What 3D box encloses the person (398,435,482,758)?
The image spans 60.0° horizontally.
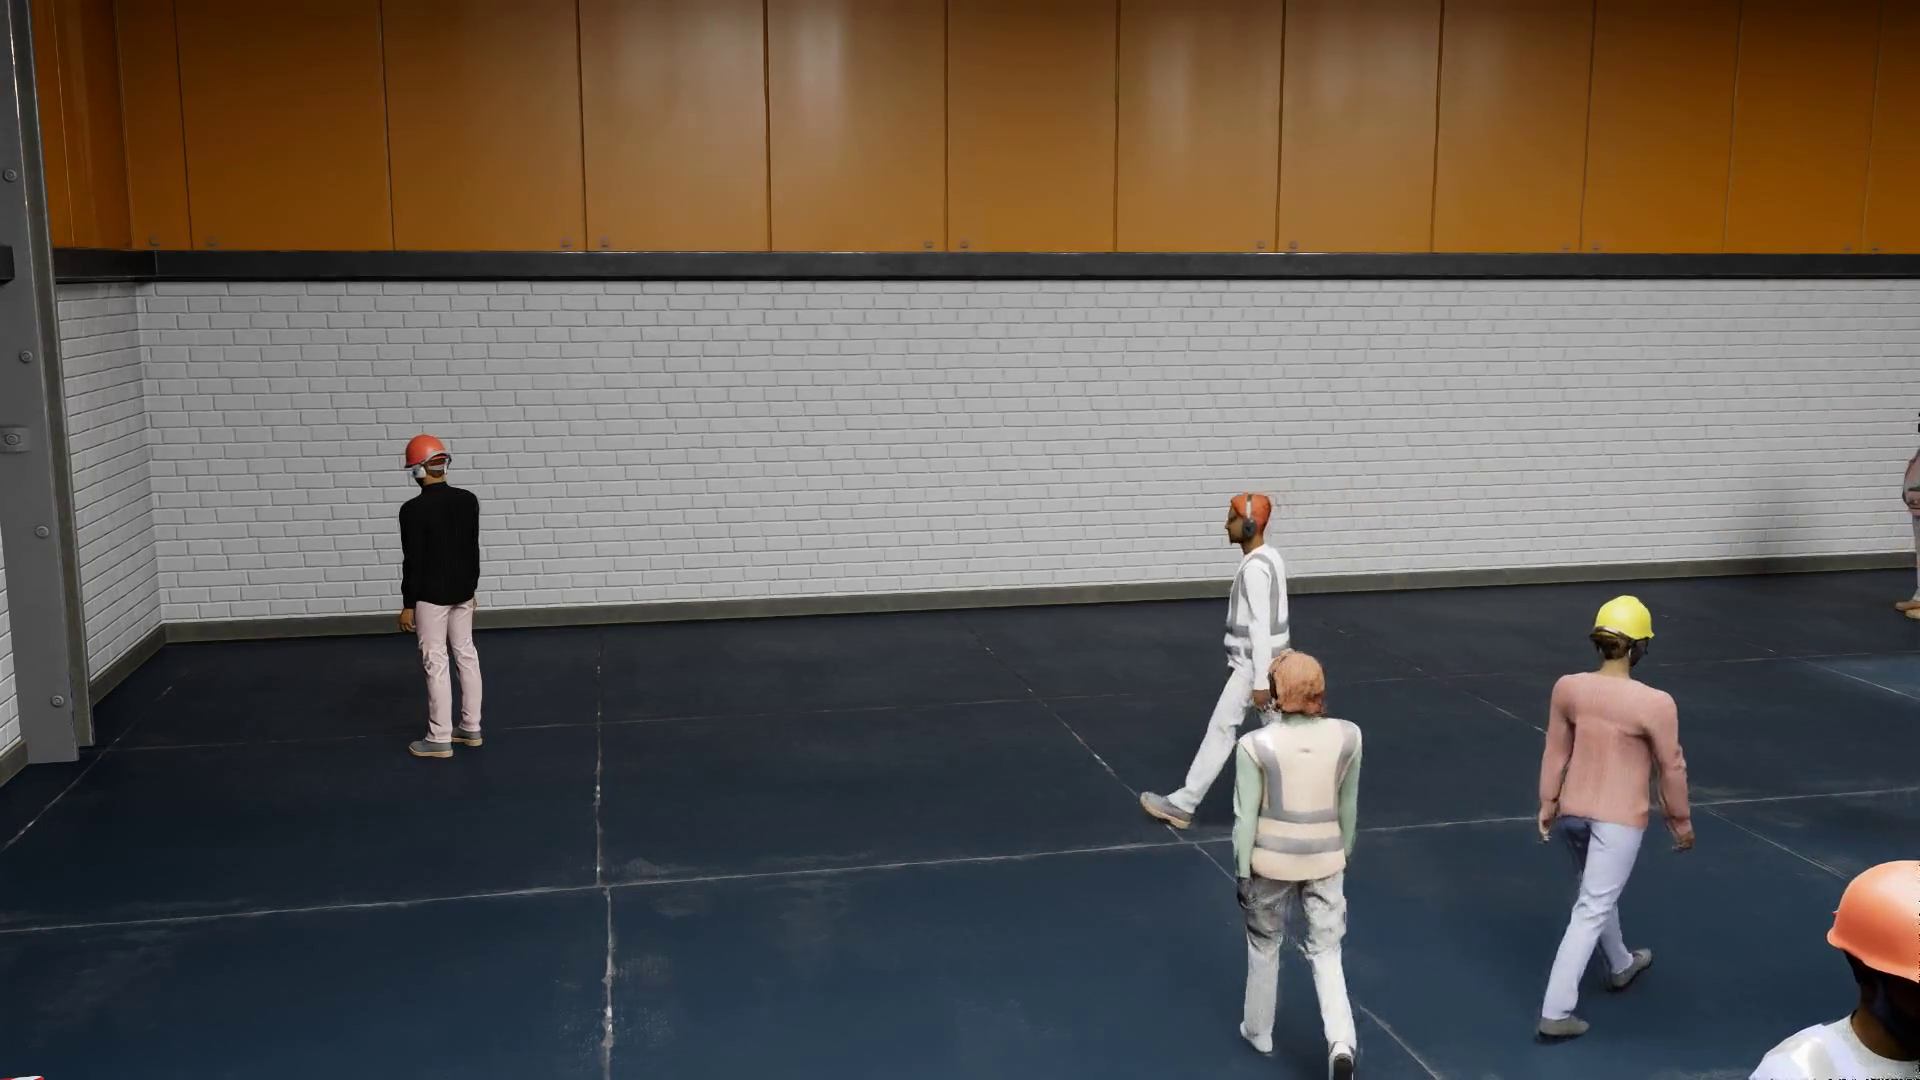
[{"bbox_3d":[-3.215,0.343,10.253,0.393,1.985,0.611,5,11,27],"label":"person"}]

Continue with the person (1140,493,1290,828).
[{"bbox_3d":[1.501,0.658,8.810,1.000,1.824,0.605,3,10,19],"label":"person"}]

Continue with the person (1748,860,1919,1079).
[{"bbox_3d":[1.716,1.531,3.156,0.547,1.938,0.379,-4,10,-24],"label":"person"}]

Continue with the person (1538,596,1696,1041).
[{"bbox_3d":[2.585,1.079,6.578,0.893,1.720,0.534,-6,11,-31],"label":"person"}]

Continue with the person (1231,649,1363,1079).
[{"bbox_3d":[1.252,1.210,6.101,0.511,1.608,0.718,-1,9,-7],"label":"person"}]

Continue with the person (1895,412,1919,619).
[{"bbox_3d":[8.323,-0.245,14.280,0.429,1.840,0.630,3,10,18],"label":"person"}]
